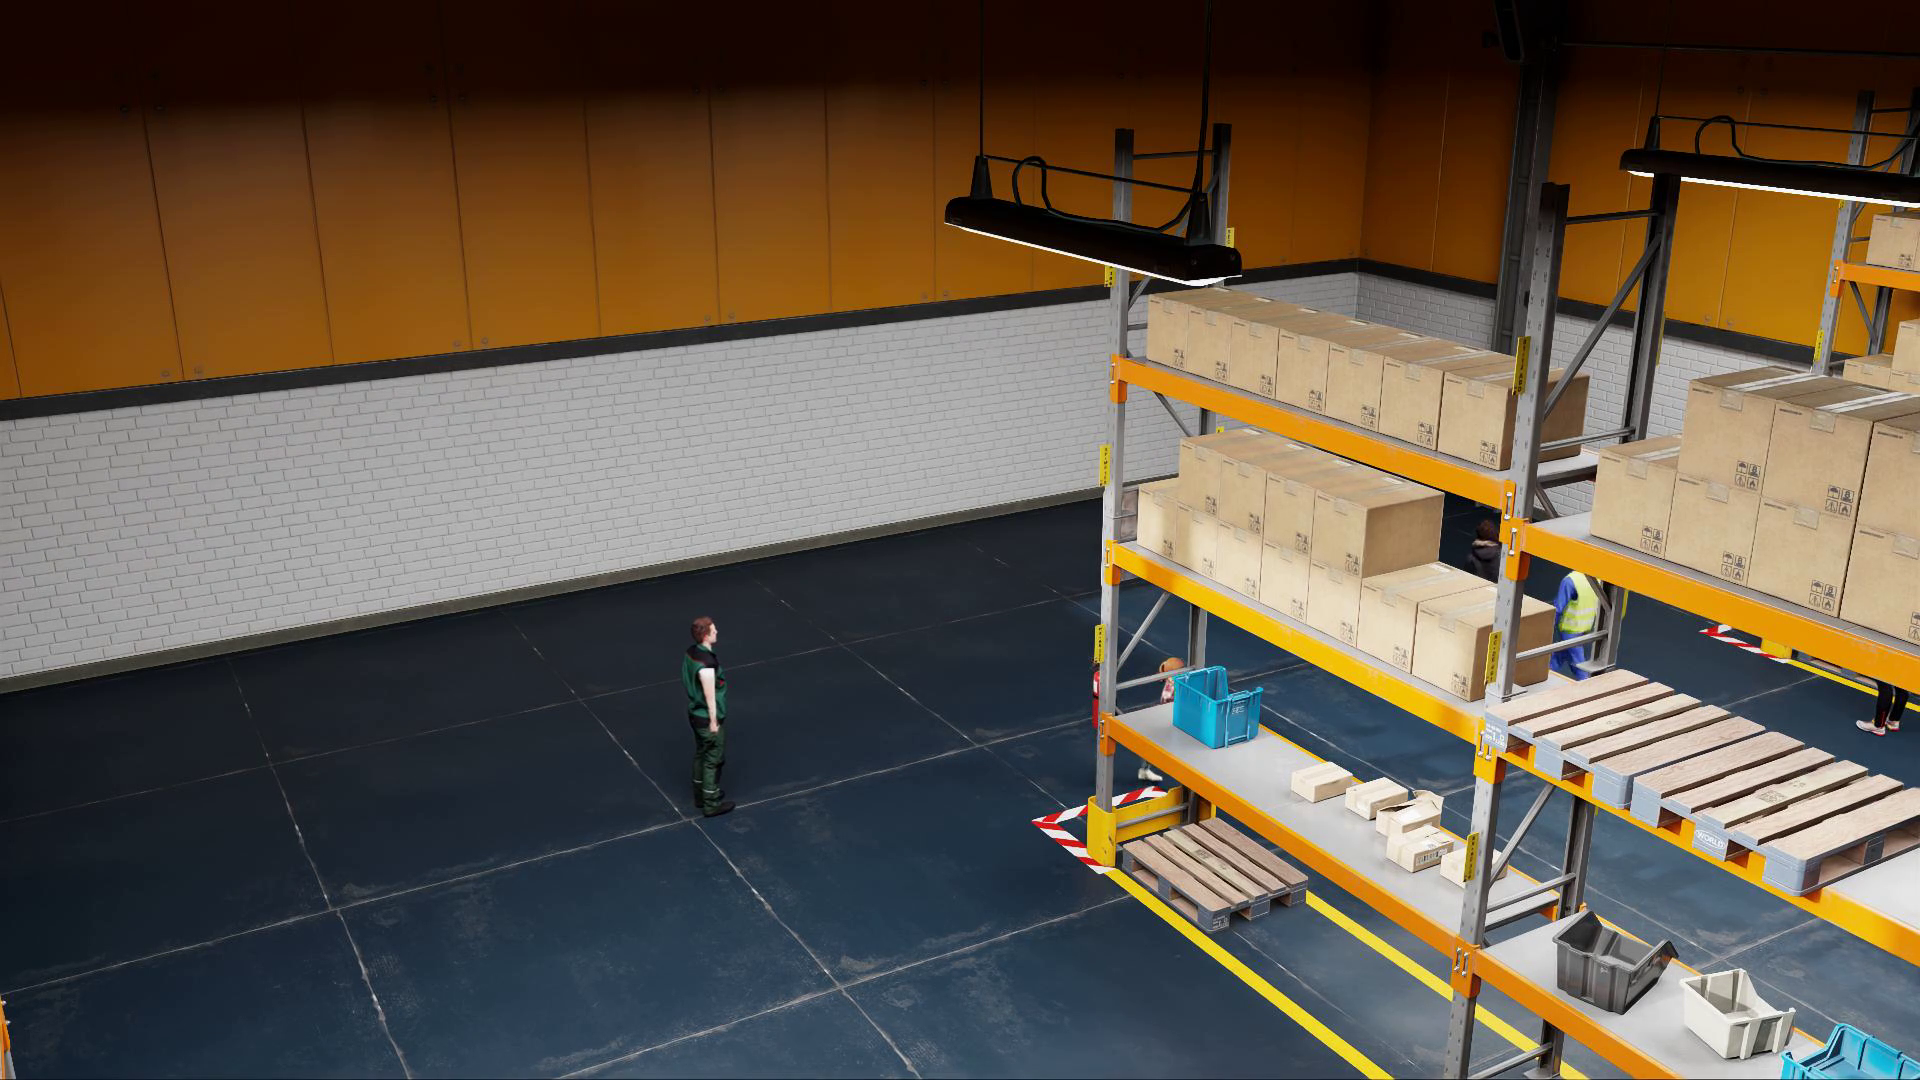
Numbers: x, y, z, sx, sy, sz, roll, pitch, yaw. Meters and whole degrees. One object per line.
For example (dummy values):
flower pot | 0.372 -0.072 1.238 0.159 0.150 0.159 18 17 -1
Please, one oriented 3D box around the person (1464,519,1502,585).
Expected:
person | 5.444 0.670 17.287 0.742 1.763 0.784 2 19 5

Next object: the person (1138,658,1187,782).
person | 1.843 1.666 15.110 0.956 1.265 0.897 5 19 13

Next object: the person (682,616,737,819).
person | -2.218 1.535 14.594 0.689 1.842 0.509 -9 21 -26
